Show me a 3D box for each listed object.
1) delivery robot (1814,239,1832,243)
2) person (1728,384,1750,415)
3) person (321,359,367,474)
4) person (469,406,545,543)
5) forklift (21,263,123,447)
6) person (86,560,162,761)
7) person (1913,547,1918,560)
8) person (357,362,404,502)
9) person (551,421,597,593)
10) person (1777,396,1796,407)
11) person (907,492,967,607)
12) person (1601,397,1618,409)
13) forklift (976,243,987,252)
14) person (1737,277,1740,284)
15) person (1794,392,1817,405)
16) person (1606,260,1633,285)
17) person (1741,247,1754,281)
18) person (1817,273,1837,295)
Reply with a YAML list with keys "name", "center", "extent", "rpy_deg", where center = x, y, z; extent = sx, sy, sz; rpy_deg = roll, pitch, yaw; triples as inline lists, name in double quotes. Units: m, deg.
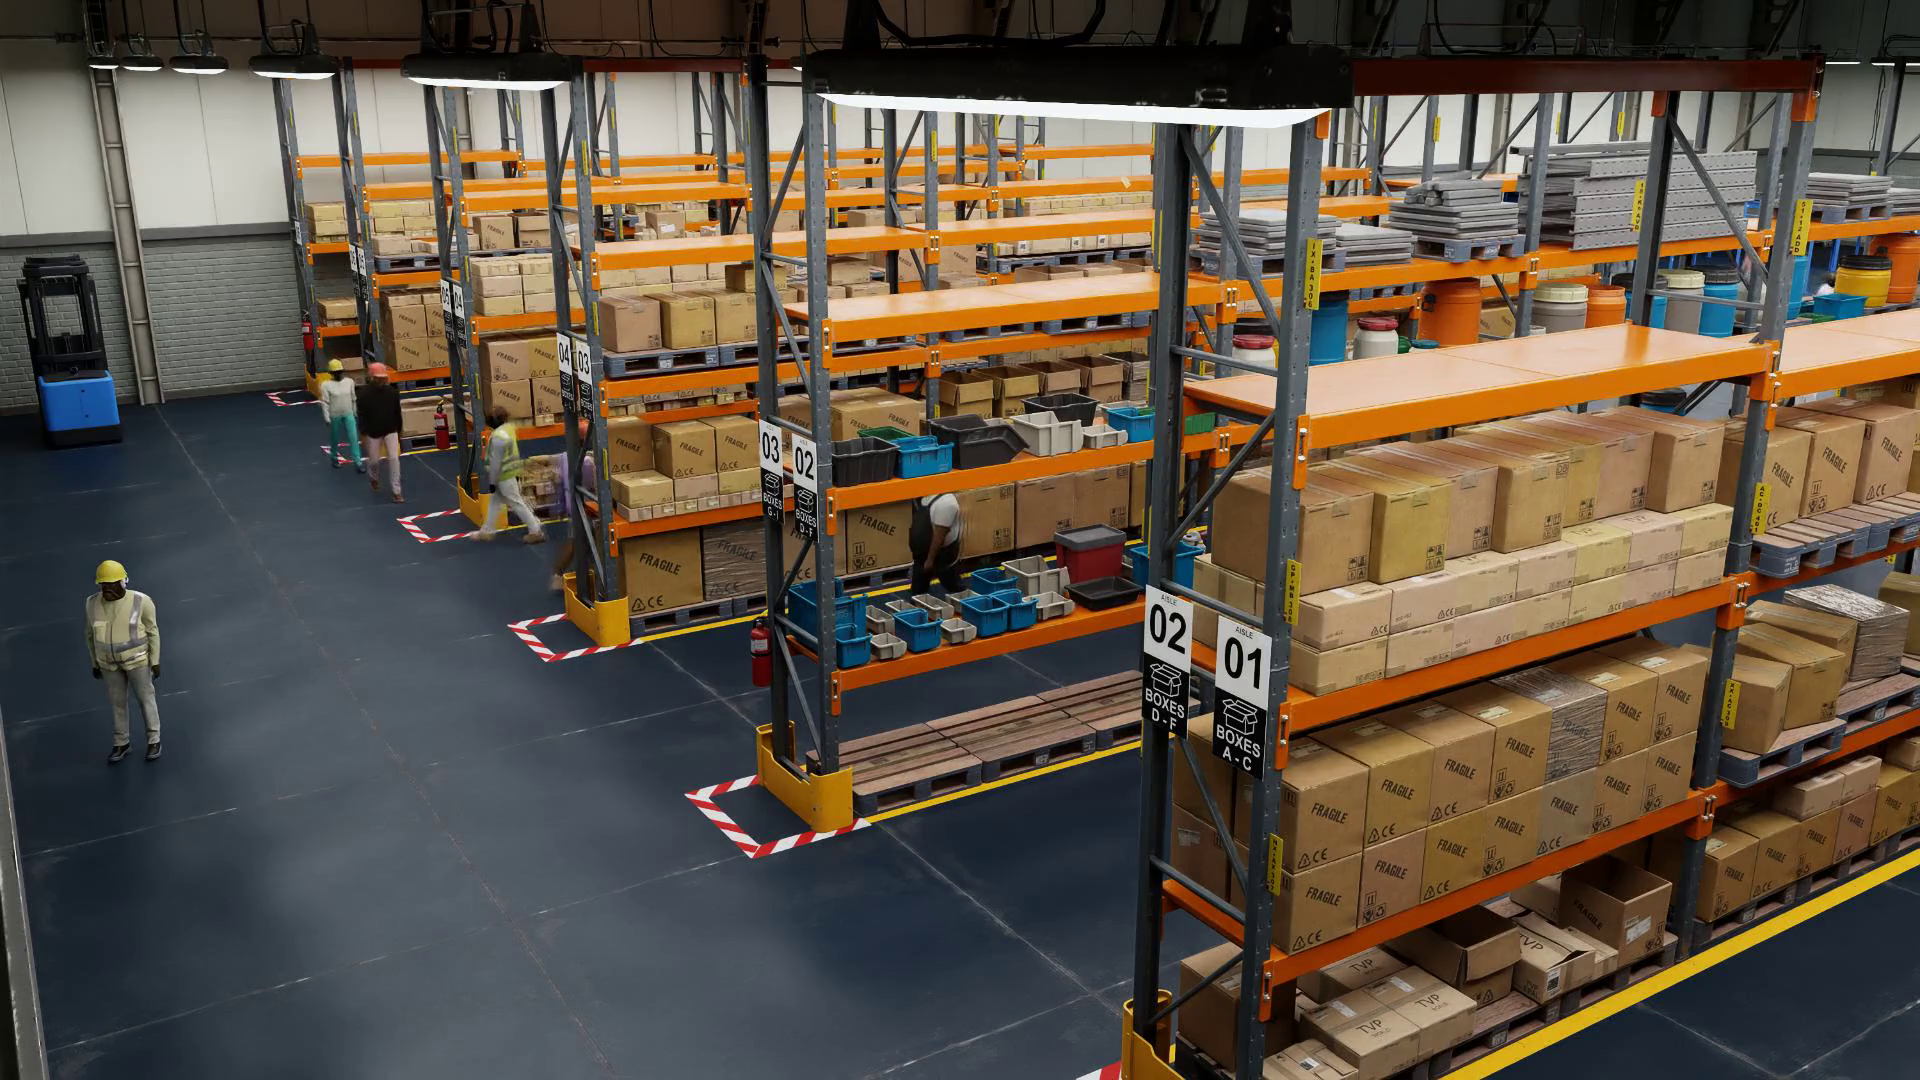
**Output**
- name: "delivery robot"
  center: [28.589, -10.070, 52.396]
  extent: [0.477, 0.478, 0.707]
  rpy_deg: [-11, 20, -31]
- name: "person"
  center: [11.725, -1.986, 23.660]
  extent: [0.386, 1.927, 0.589]
  rpy_deg: [-2, 17, -5]
- name: "person"
  center: [-9.296, -1.878, 23.676]
  extent: [0.528, 1.715, 0.937]
  rpy_deg: [-14, 22, -39]
- name: "person"
  center: [-5.810, -0.829, 20.105]
  extent: [0.969, 1.798, 0.636]
  rpy_deg: [-2, 17, -6]
- name: "forklift"
  center: [-14.518, -3.079, 25.708]
  extent: [1.129, 2.768, 1.873]
  rpy_deg: [-10, 20, -31]
- name: "person"
  center: [-7.339, 1.052, 13.856]
  extent: [0.586, 1.835, 0.404]
  rpy_deg: [-2, 17, -6]
- name: "person"
  center: [11.182, -0.304, 18.211]
  extent: [1.014, 1.884, 0.635]
  rpy_deg: [-14, 22, -38]
- name: "person"
  center: [-8.139, -1.550, 22.162]
  extent: [0.619, 1.970, 0.805]
  rpy_deg: [-11, 20, -31]
- name: "person"
  center: [-4.393, -0.399, 18.386]
  extent: [1.102, 1.979, 0.597]
  rpy_deg: [-15, 23, -41]
- name: "person"
  center: [11.889, -1.718, 22.920]
  extent: [0.505, 1.846, 0.346]
  rpy_deg: [-12, 21, -34]
- name: "person"
  center: [-0.259, 0.080, 16.766]
  extent: [1.022, 2.000, 0.680]
  rpy_deg: [-6, 18, -19]
- name: "person"
  center: [10.882, -2.791, 26.278]
  extent: [0.430, 1.936, 0.631]
  rpy_deg: [0, 17, -1]
- name: "forklift"
  center: [0.988, -5.474, 34.718]
  extent: [1.214, 2.155, 2.313]
  rpy_deg: [-10, 20, -31]
- name: "person"
  center: [15.830, -4.649, 32.491]
  extent: [0.528, 1.871, 0.323]
  rpy_deg: [-6, 18, -18]
- name: "person"
  center: [14.530, -2.978, 27.058]
  extent: [0.429, 1.842, 0.634]
  rpy_deg: [-2, 17, -8]
- name: "person"
  center: [15.969, -6.438, 38.236]
  extent: [0.358, 1.938, 0.636]
  rpy_deg: [-16, 23, -42]
- name: "person"
  center: [20.089, -6.931, 40.388]
  extent: [0.745, 1.606, 0.546]
  rpy_deg: [16, 23, 41]
- name: "person"
  center: [17.789, -4.627, 32.547]
  extent: [0.638, 1.805, 0.949]
  rpy_deg: [-15, 22, -40]
